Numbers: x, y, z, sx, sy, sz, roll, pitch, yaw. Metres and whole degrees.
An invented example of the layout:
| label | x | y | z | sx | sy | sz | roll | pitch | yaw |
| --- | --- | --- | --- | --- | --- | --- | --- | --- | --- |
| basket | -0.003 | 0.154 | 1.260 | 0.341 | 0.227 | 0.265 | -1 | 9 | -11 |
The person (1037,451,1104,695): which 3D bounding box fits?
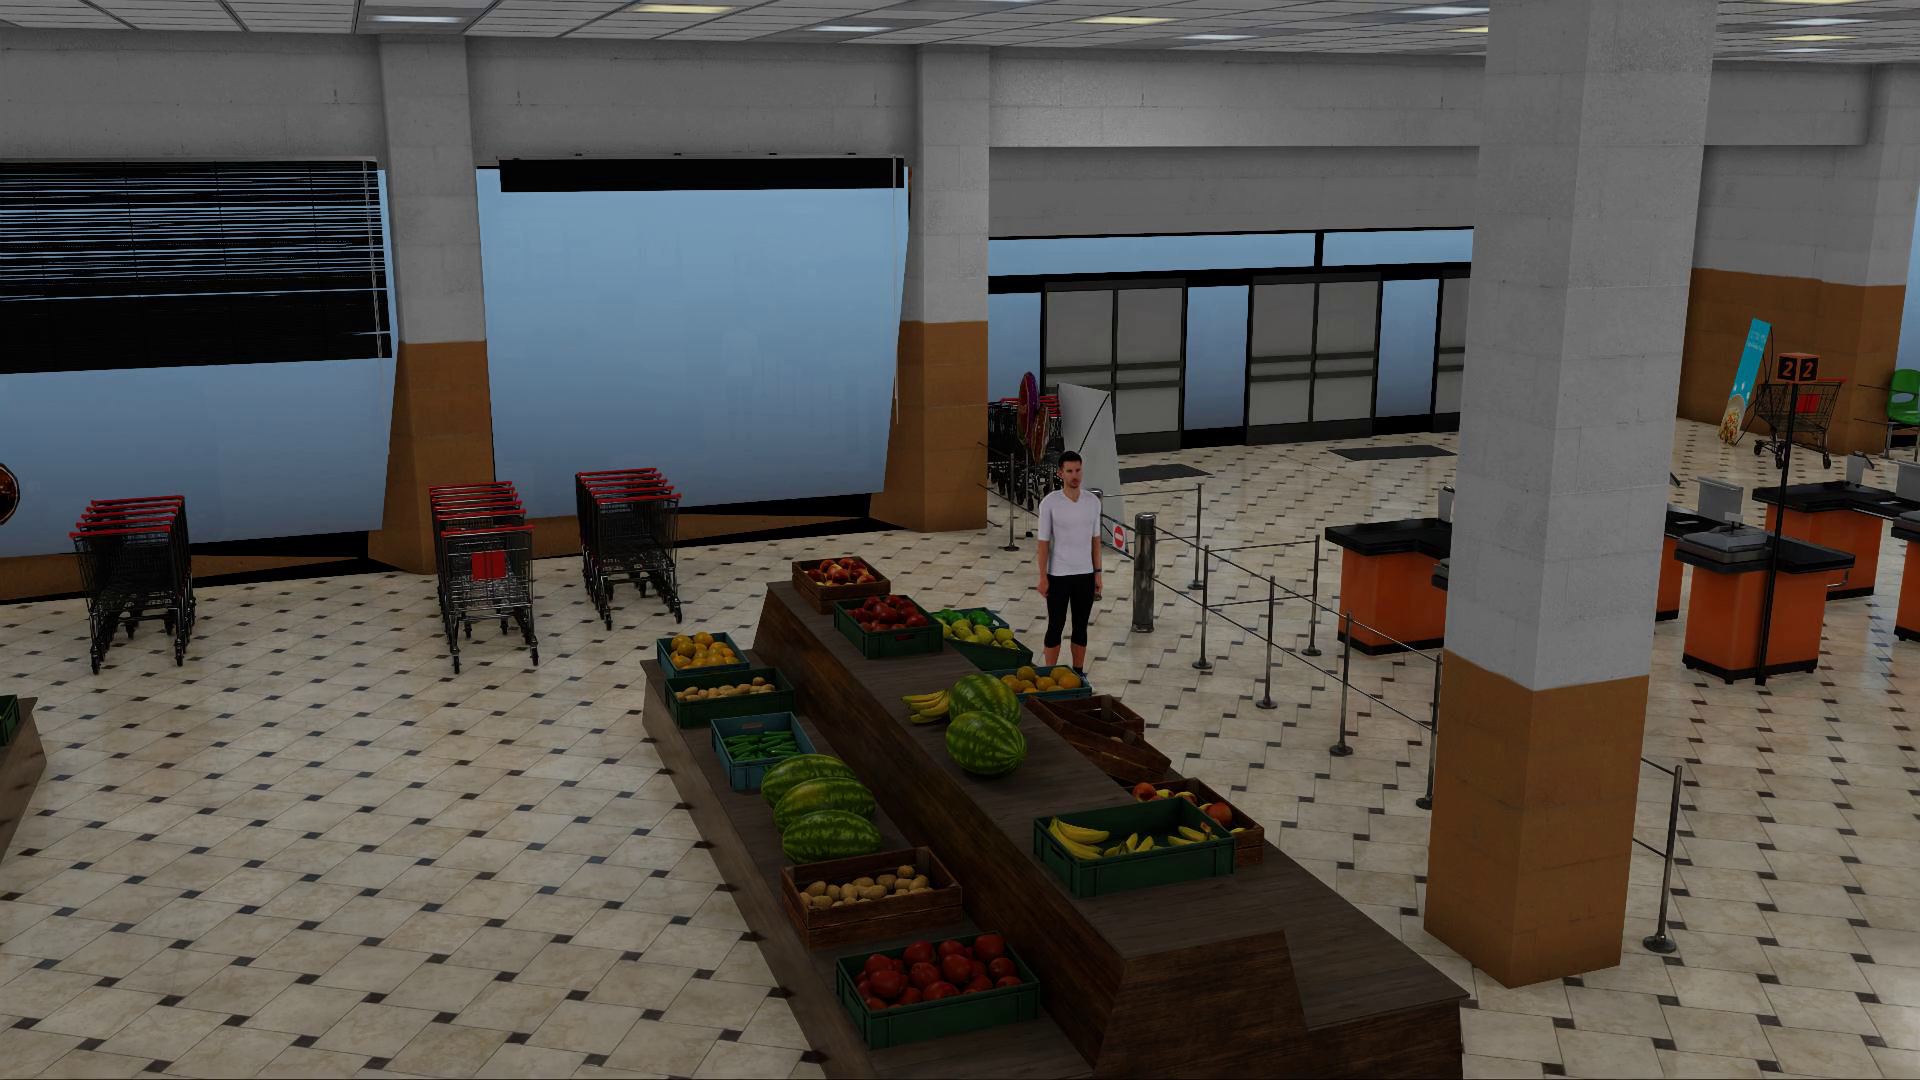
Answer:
| label | x | y | z | sx | sy | sz | roll | pitch | yaw |
| --- | --- | --- | --- | --- | --- | --- | --- | --- | --- |
| person | 0.820 | 0.241 | 12.473 | 0.659 | 1.852 | 0.540 | -5 | 14 | -19 |
